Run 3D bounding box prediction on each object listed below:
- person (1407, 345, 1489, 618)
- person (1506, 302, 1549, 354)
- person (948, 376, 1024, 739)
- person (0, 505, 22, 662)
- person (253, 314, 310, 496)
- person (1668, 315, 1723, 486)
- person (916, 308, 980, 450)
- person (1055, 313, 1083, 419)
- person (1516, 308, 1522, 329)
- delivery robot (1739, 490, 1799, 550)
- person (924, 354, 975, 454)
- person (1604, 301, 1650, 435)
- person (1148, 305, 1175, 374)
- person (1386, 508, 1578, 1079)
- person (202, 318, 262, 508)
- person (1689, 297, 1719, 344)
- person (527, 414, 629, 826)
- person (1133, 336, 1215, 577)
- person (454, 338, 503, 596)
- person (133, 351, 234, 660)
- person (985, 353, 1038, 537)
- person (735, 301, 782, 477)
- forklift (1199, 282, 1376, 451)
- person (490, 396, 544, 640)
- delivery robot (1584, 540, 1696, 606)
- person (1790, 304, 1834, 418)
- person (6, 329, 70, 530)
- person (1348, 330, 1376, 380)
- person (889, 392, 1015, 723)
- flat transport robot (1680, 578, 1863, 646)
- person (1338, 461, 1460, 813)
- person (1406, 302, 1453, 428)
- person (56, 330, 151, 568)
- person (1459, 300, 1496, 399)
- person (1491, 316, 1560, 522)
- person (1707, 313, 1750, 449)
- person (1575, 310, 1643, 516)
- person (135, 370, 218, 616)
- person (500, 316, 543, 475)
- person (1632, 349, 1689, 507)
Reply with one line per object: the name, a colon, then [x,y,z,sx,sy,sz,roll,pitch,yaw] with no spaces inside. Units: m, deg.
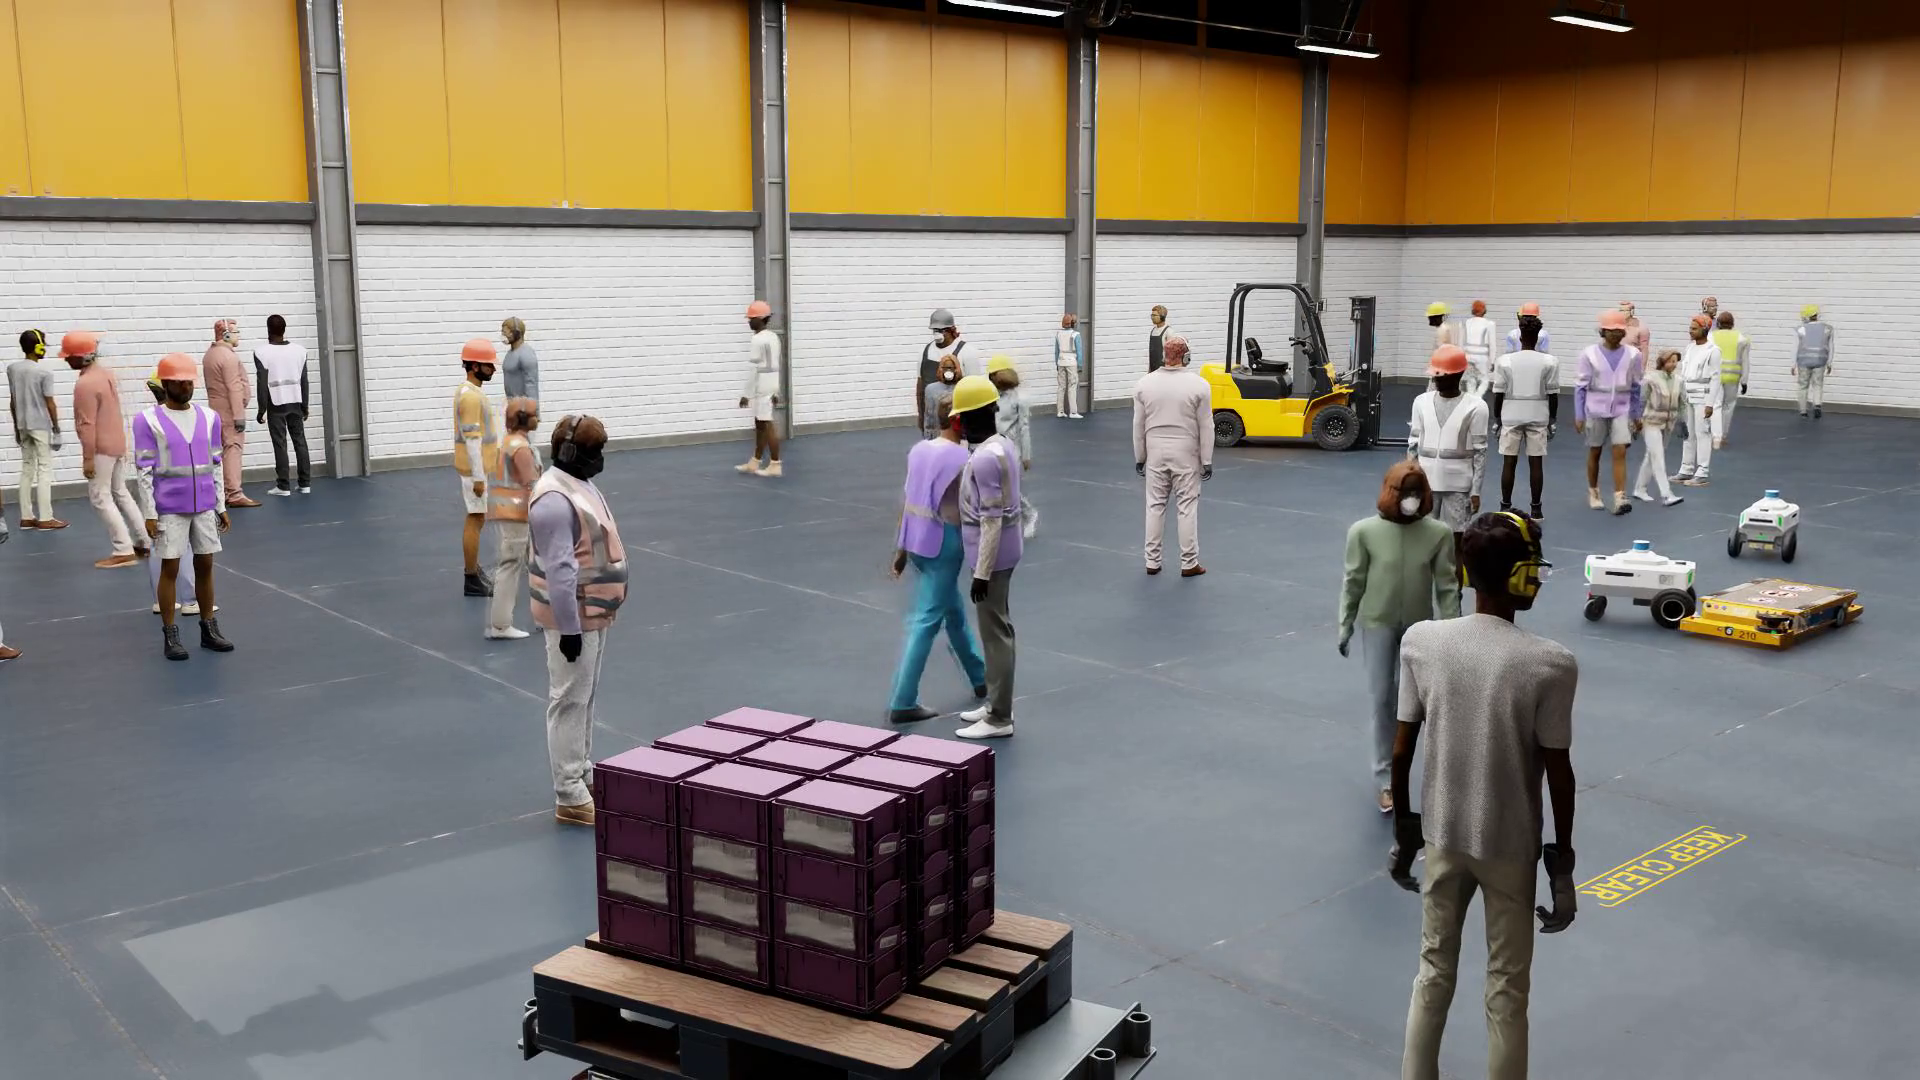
person: [3.341,-0.381,11.495,0.542,1.930,0.375,7,12,34]
person: [7.413,-2.139,21.765,0.542,1.938,0.358,5,11,25]
person: [0.131,0.094,8.756,0.396,1.915,0.589,1,10,8]
person: [-6.190,-0.147,10.313,0.521,1.865,0.319,-1,10,-4]
person: [-7.177,-1.426,17.648,0.394,1.919,0.590,7,12,37]
person: [8.145,-1.537,18.398,0.349,1.882,0.584,-2,10,-12]
person: [-0.160,-1.296,16.526,0.691,2.000,0.537,5,11,26]
person: [1.700,-2.716,26.015,0.522,1.640,0.306,9,13,42]
person: [8.653,-2.712,25.637,0.329,1.763,0.523,3,10,17]
delivery robot: [6.841,-0.177,14.048,0.477,0.478,0.707,7,12,36]
person: [-0.093,-0.928,15.597,0.505,1.629,0.279,2,10,14]
person: [9.358,-2.417,23.483,0.399,1.910,0.643,-8,13,-40]
person: [2.834,-2.401,23.568,0.325,1.843,0.517,-5,11,-29]
person: [1.417,0.842,4.522,0.534,1.865,0.309,8,13,39]
person: [-7.376,-1.281,16.835,0.399,1.908,0.643,-9,13,-42]
person: [11.447,-2.769,25.540,0.636,1.911,0.404,-7,12,-37]
person: [-1.705,0.350,7.492,0.429,1.837,0.620,-1,10,-3]
person: [1.704,-0.661,13.199,0.653,1.906,0.405,4,11,23]
person: [-3.581,-0.540,12.437,0.382,1.929,0.542,-3,10,-17]
person: [-4.900,-0.222,10.531,0.350,1.941,0.545,8,13,39]
person: [0.436,-0.791,14.540,0.476,1.704,0.813,8,13,40]
person: [-2.323,-1.724,19.128,0.559,2.044,0.627,2,10,10]
forklift: [4.328,-2.346,22.227,2.313,2.155,1.214,3,10,16]
person: [-2.814,-0.143,11.001,0.711,1.608,0.543,-4,10,-20]
delivery robot: [4.724,0.246,11.571,0.707,0.478,0.477,4,11,24]
person: [13.225,-2.760,25.852,0.612,1.790,0.531,3,10,17]
person: [-8.552,-1.013,15.402,0.506,1.867,0.336,3,10,15]
person: [6.296,-2.763,26.116,0.317,1.697,0.540,-5,11,-26]
person: [-0.029,0.080,9.194,0.962,1.787,0.597,-6,11,-32]
flat transport robot: [5.556,0.473,11.347,1.431,0.197,0.652,-9,13,-42]
person: [2.042,0.441,7.661,0.524,1.593,0.771,0,10,-2]
person: [7.037,-2.522,24.215,0.933,1.875,0.593,1,10,7]
person: [-6.989,-0.740,13.570,0.526,1.956,0.697,-1,10,-7]
person: [7.980,-2.776,25.711,0.604,1.862,0.463,8,13,39]
person: [5.383,-1.144,15.856,0.607,1.965,0.366,3,10,17]
person: [10.127,-2.124,22.136,0.630,1.780,0.972,3,10,15]
person: [6.367,-1.237,16.284,0.640,1.997,1.023,2,10,9]
person: [-5.557,-0.344,11.760,0.531,1.765,0.327,3,10,19]
person: [-4.397,-1.268,16.664,0.355,1.936,0.635,-6,11,-32]
person: [7.165,-1.139,16.934,0.525,1.585,0.877,-3,10,-20]
